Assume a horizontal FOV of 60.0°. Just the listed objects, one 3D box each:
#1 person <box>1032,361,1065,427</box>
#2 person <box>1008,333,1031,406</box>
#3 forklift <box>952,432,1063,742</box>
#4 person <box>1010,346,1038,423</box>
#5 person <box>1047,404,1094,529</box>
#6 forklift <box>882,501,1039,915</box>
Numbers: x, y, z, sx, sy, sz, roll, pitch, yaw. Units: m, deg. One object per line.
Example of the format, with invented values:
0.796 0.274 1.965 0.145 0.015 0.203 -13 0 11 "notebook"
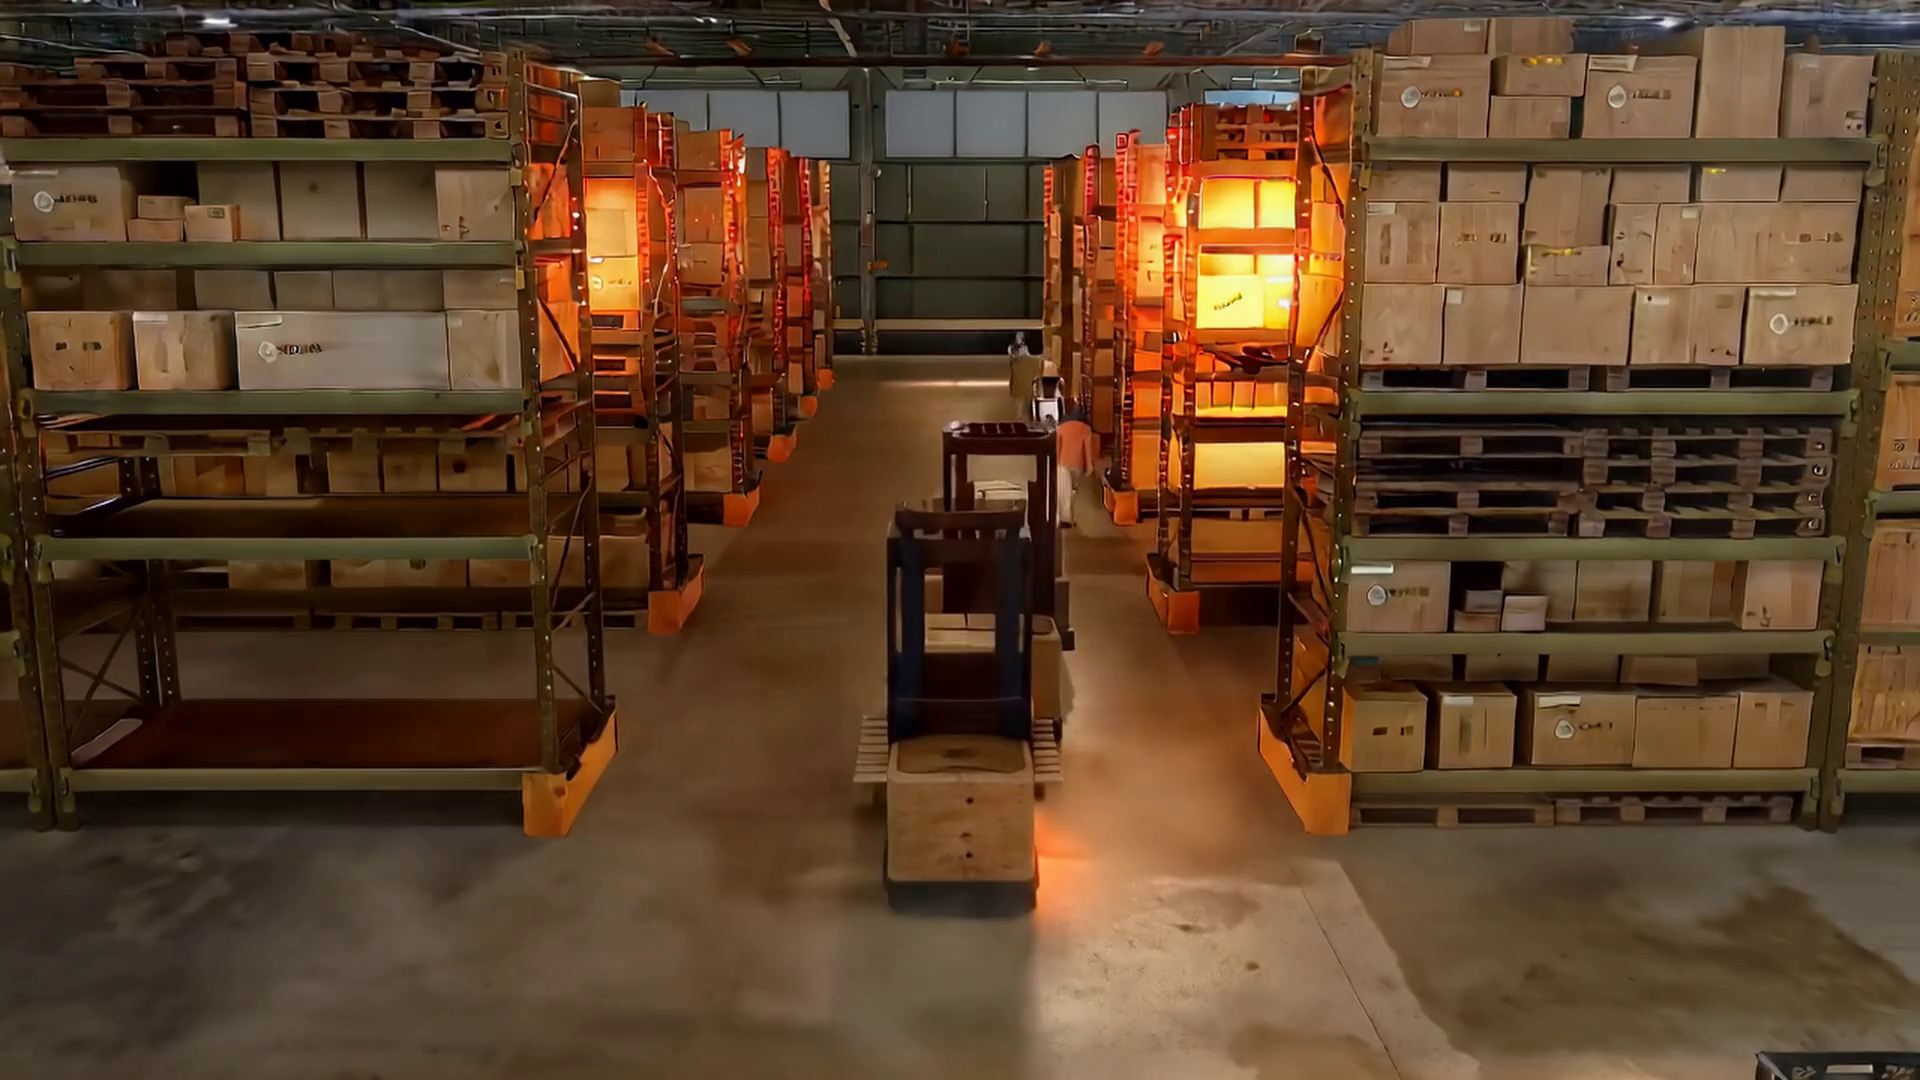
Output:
1.699 -2.472 32.179 0.629 1.986 1.040 0 11 0 "person"
1.487 -4.297 41.676 0.560 1.812 0.942 0 11 2 "person"
0.393 0.363 15.902 1.129 2.768 1.873 0 11 -2 "forklift"
1.434 -3.420 37.244 0.629 1.849 1.031 1 11 3 "person"
1.690 -1.166 25.937 0.741 1.881 0.958 -1 11 -5 "person"
0.000 1.107 12.215 1.129 2.768 1.873 0 11 -1 "forklift"
